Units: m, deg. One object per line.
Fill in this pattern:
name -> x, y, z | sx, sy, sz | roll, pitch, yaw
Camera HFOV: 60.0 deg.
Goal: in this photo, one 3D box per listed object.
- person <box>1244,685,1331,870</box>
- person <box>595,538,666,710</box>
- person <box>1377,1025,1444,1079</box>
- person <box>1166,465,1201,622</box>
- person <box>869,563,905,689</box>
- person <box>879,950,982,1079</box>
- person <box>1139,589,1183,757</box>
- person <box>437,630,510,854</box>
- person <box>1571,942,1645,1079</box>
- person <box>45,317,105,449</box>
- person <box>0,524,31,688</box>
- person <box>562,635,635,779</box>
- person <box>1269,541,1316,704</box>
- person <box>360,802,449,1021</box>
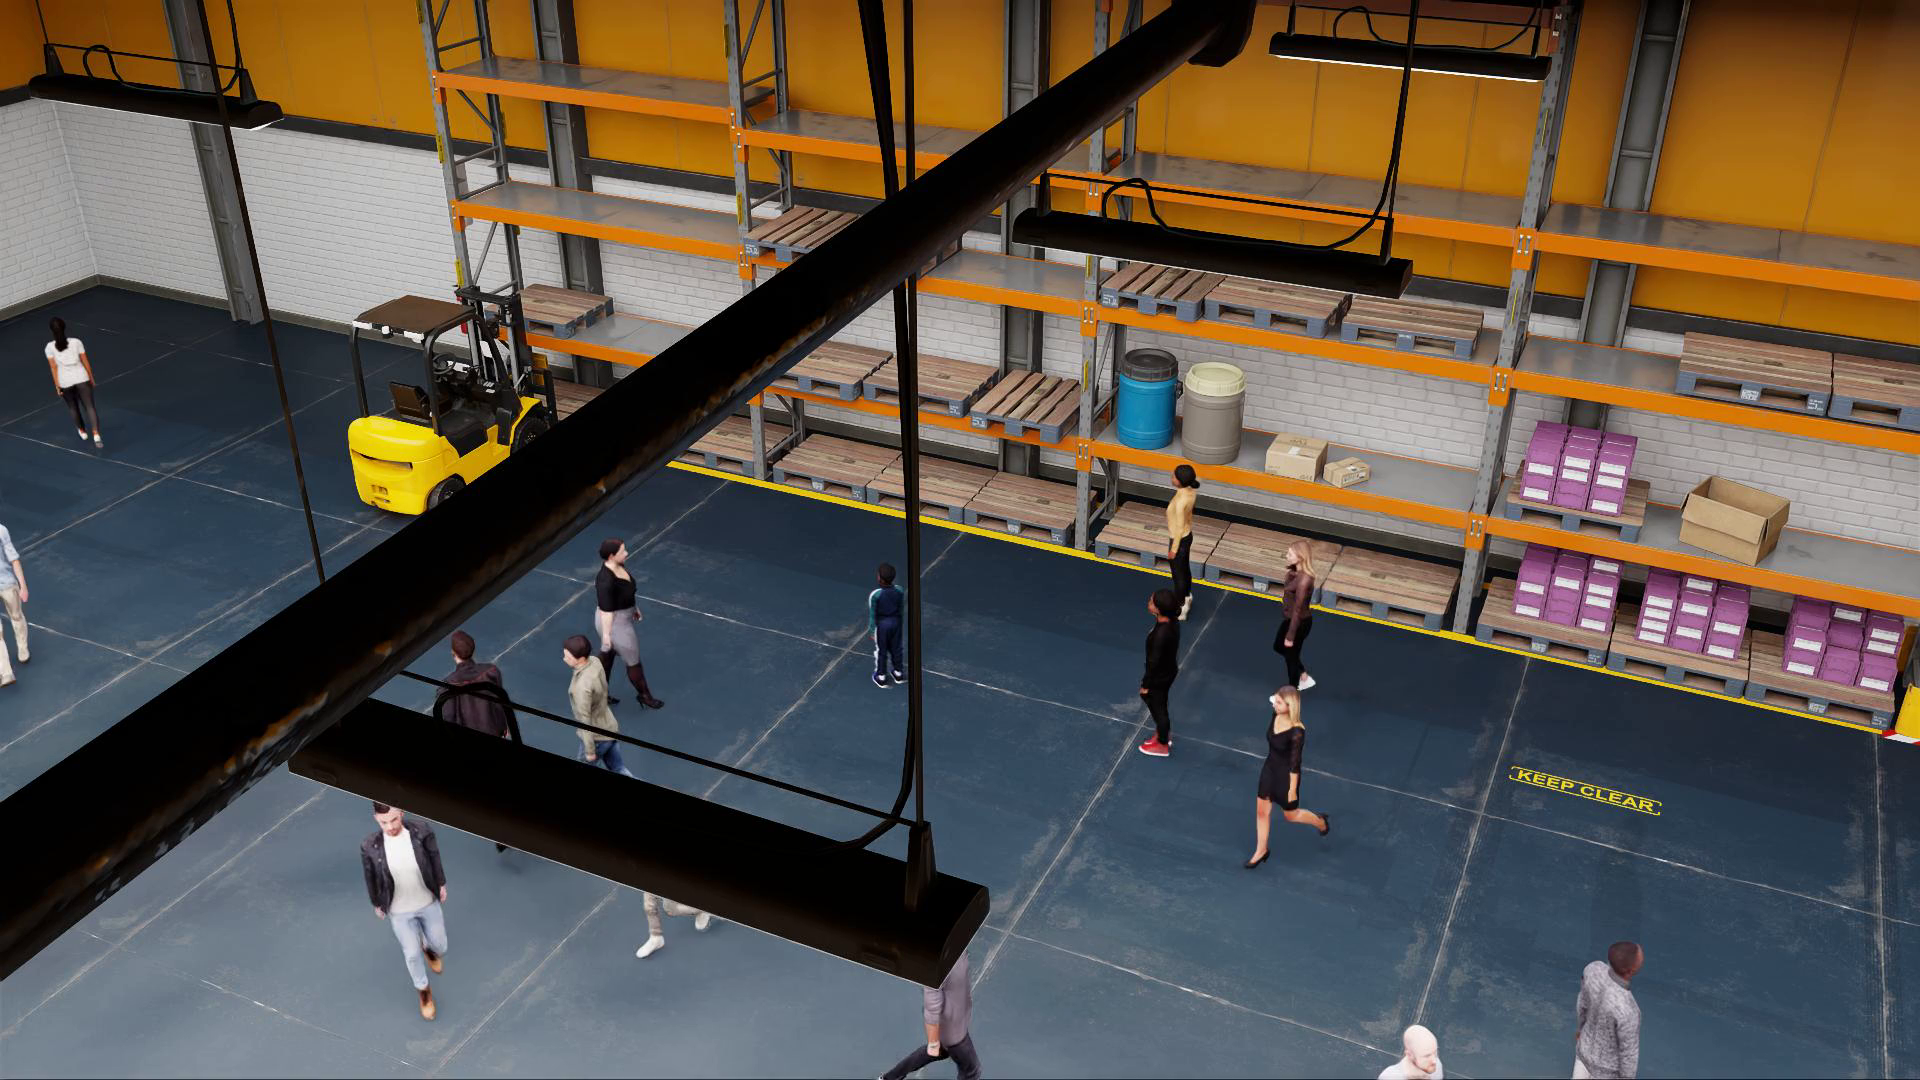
person -> 2.581, 1.843, 12.950 | 1.021, 1.653, 0.976 | -11, 31, -20
person -> -3.171, 0.769, 14.842 | 1.022, 1.728, 0.895 | -2, 29, -3
person -> 2.567, 3.532, 9.661 | 0.757, 1.838, 0.750 | -21, 35, -33
person -> 2.168, 0.008, 16.308 | 0.526, 1.659, 0.597 | 12, 31, 21
person -> -0.674, 0.776, 15.322 | 0.567, 1.255, 0.607 | -15, 32, -25
person -> -0.154, 3.026, 10.606 | 1.191, 1.821, 0.906 | 4, 29, 7
person -> 1.790, 1.159, 14.194 | 0.581, 1.663, 0.629 | 10, 30, 18
person -> -3.779, 1.603, 13.145 | 0.985, 1.889, 1.213 | -22, 35, -34
person -> 3.950, 3.198, 10.273 | 0.779, 1.838, 0.759 | -6, 29, -11
person -> -10.494, -1.838, 19.738 | 0.957, 1.616, 1.113 | -15, 32, -25
person -> -8.943, 0.393, 15.450 | 1.127, 1.806, 1.241 | -13, 31, -22
person -> -2.825, 1.556, 13.301 | 1.196, 1.821, 1.001 | 4, 29, 7
person -> 3.094, 0.754, 14.905 | 0.745, 1.694, 0.730 | 3, 29, 6
person -> -3.843, 2.474, 11.616 | 0.901, 1.824, 0.971 | -13, 31, -23
